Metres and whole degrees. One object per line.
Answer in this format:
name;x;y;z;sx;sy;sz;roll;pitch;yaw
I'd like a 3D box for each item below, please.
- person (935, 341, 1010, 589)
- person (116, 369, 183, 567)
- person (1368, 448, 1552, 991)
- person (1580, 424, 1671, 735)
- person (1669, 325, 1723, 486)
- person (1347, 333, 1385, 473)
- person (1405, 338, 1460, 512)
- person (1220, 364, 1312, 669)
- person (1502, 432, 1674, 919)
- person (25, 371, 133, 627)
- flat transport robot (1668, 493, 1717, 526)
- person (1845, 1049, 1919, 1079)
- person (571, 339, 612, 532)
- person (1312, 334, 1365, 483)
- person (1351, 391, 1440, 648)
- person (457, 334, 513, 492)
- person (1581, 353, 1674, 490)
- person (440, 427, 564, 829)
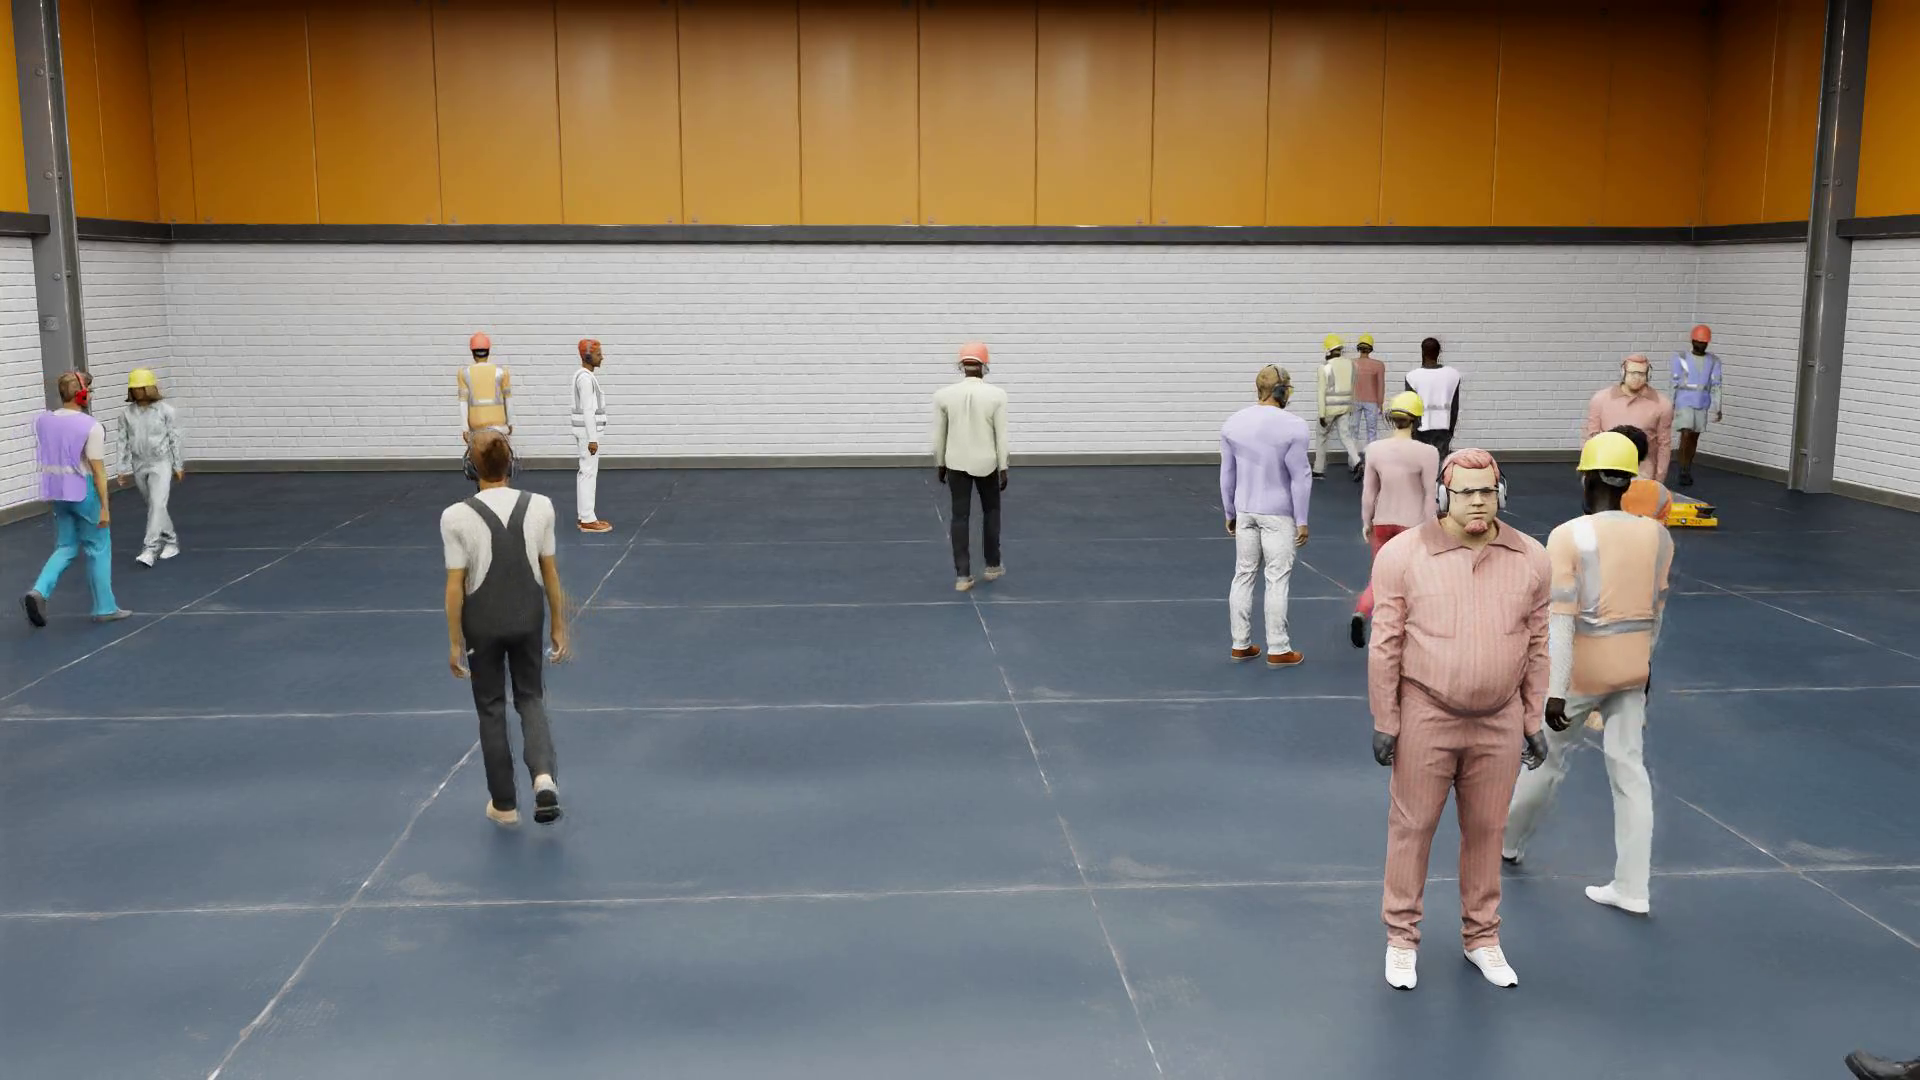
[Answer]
person;0.123;-0.621;13.479;0.641;1.957;0.880;2;9;13
person;-7.031;-0.630;14.390;0.499;1.681;0.909;0;9;-2
person;1.754;0.629;5.833;0.645;1.908;0.408;0;9;-2
person;3.610;0.217;9.089;0.536;1.692;0.317;-3;9;-16
person;8.744;-1.588;19.722;0.548;1.903;0.797;1;9;5
person;5.098;-1.723;21.038;0.526;1.769;0.330;3;9;17
person;4.843;-1.144;17.123;0.603;1.859;1.030;0;9;-1
person;1.953;-0.151;10.633;0.632;1.936;0.359;8;12;42
person;2.502;0.501;6.726;0.602;1.870;0.977;-3;10;-19
person;-6.267;-0.277;11.750;0.582;1.826;0.706;3;9;16
flat transport robot;7.154;-0.340;17.033;0.652;0.197;1.431;1;9;4
person;3.035;0.846;4.539;0.996;1.884;0.547;8;12;43
person;-3.620;-1.021;16.255;0.339;1.883;0.584;-3;9;-17
person;4.582;-1.595;20.139;0.593;1.803;0.830;-4;10;-22
person;2.842;-0.092;10.874;0.529;1.752;0.547;9;12;43
person;-5.090;-1.269;17.863;0.552;1.884;1.022;-2;9;-13
person;5.349;-0.559;13.344;0.650;1.885;0.769;5;10;30
person;-2.013;0.416;7.382;0.525;1.832;0.522;-5;11;-31
